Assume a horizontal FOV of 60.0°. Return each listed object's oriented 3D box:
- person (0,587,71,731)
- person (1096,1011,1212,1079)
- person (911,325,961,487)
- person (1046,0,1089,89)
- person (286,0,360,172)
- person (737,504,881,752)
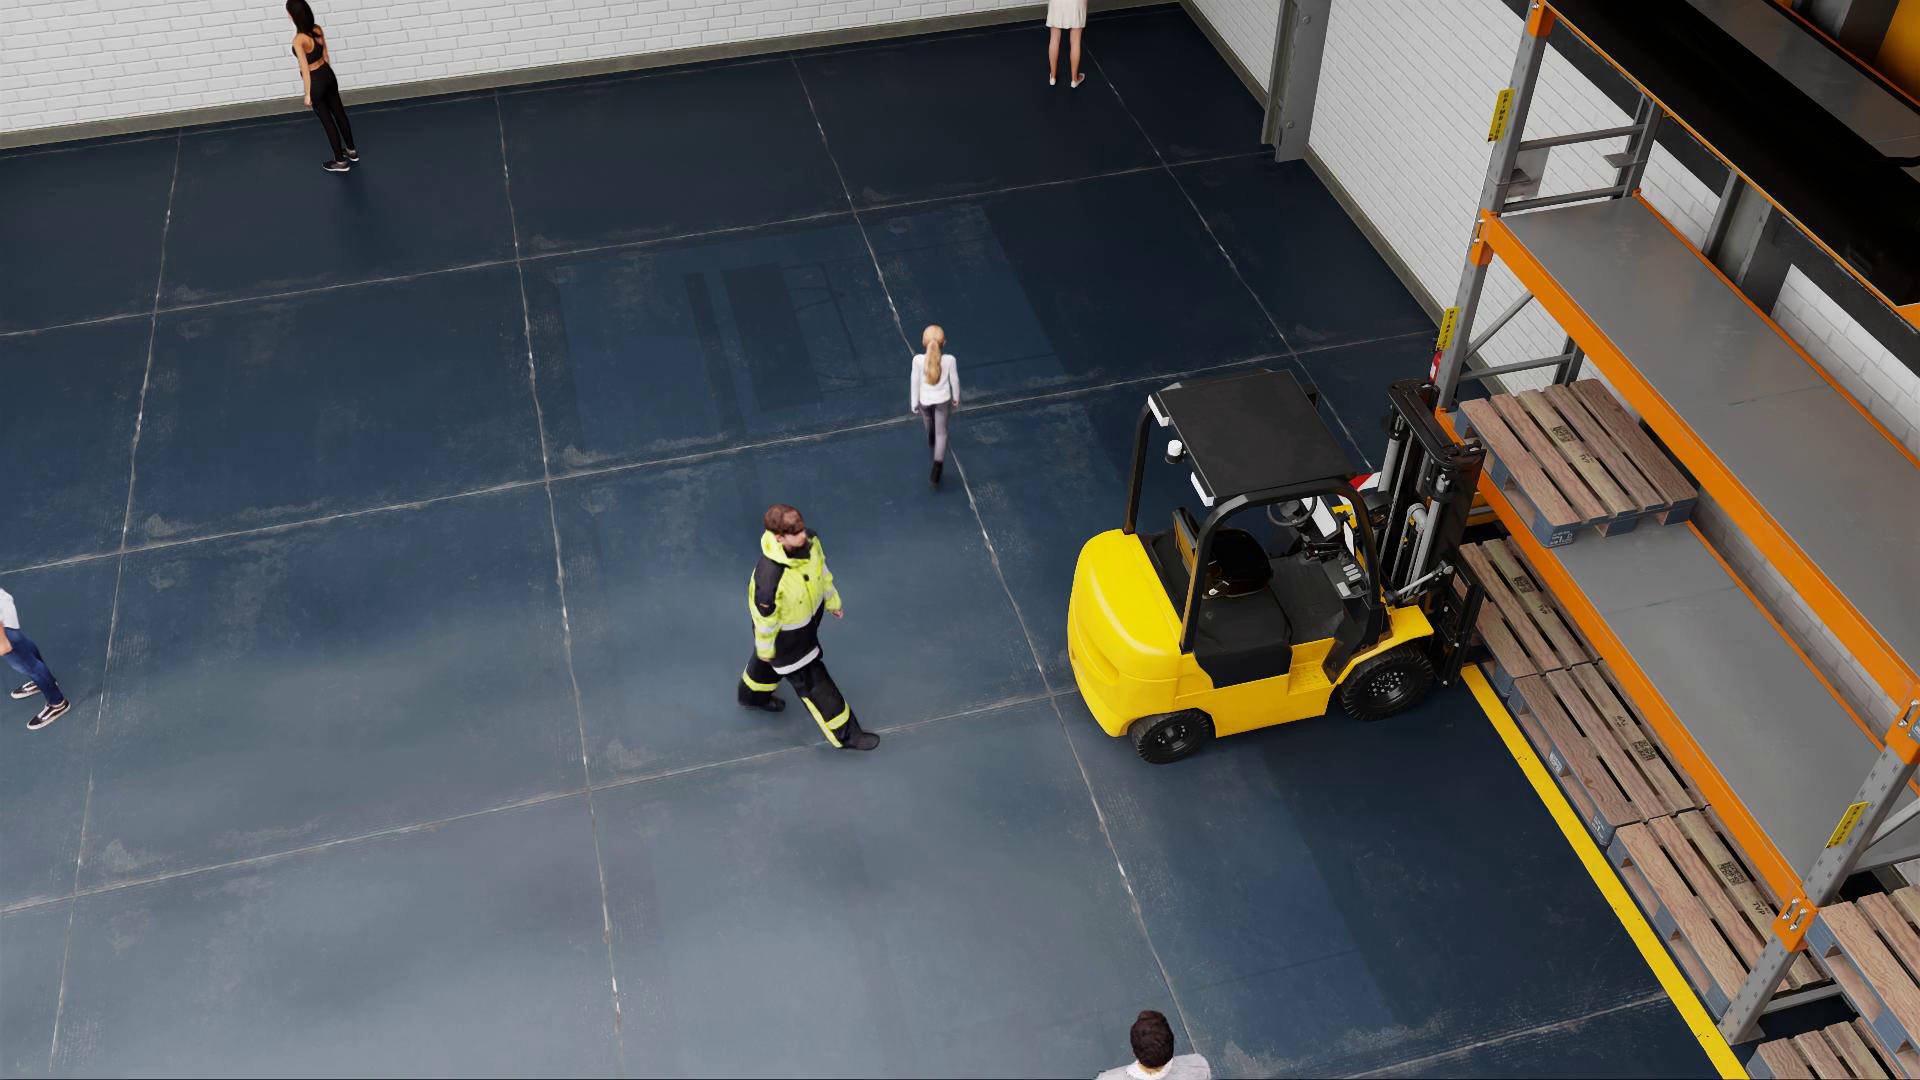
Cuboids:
[{"bbox_3d":[-5.937,0.443,10.235,0.776,1.713,0.653,-26,49,-25],"label":"person"},{"bbox_3d":[0.858,2.814,7.602,0.749,1.910,0.647,-10,45,-10],"label":"person"},{"bbox_3d":[-0.184,-0.973,12.050,0.707,1.258,0.971,3,44,3],"label":"person"},{"bbox_3d":[1.048,-5.249,16.211,0.644,1.711,0.673,11,45,11],"label":"person"},{"bbox_3d":[-5.800,-4.141,15.097,0.686,1.643,0.592,14,45,14],"label":"person"},{"bbox_3d":[-1.110,0.479,10.042,1.273,1.926,1.339,12,45,13],"label":"person"}]
